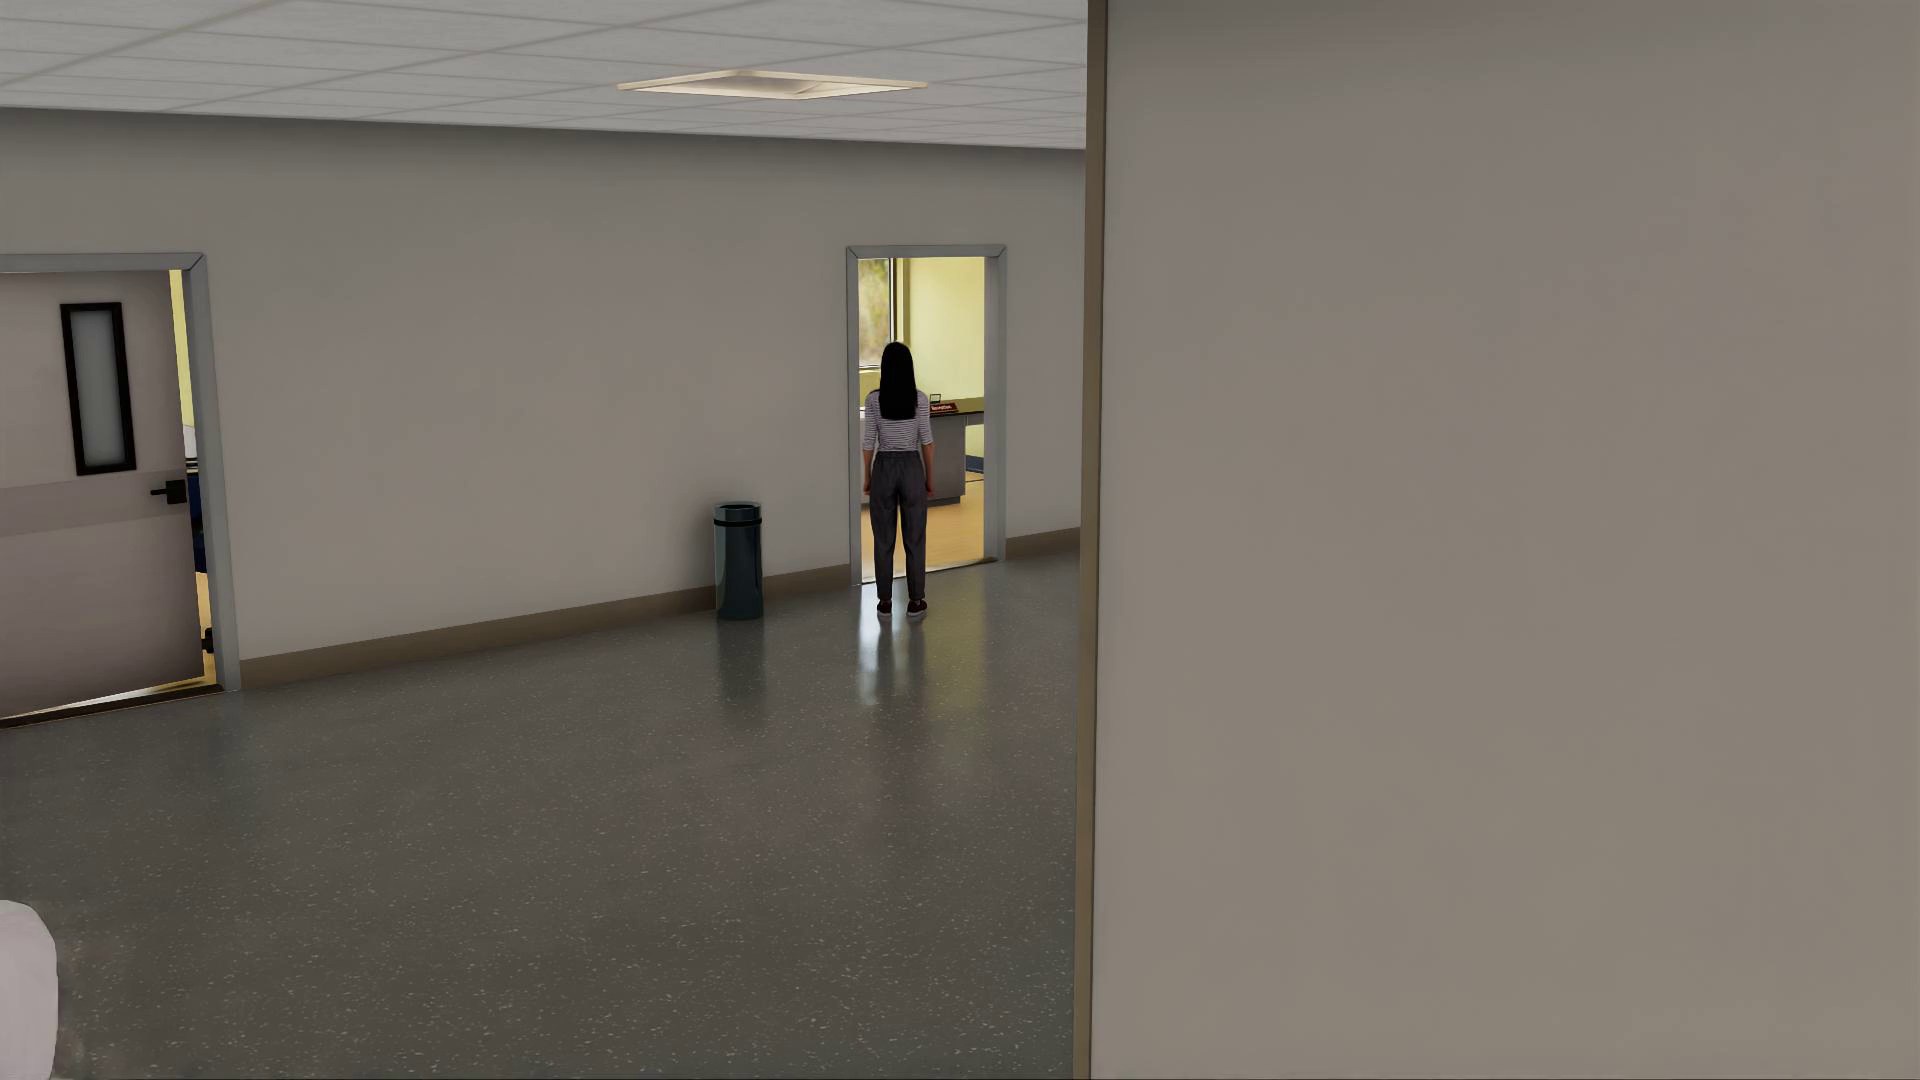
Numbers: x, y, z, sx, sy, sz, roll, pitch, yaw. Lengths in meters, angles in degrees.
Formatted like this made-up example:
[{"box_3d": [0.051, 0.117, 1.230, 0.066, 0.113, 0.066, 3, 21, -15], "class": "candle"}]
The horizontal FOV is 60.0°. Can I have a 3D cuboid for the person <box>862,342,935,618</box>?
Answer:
[{"box_3d": [-0.392, -0.382, 10.472, 0.665, 1.734, 0.741, 0, 11, 1], "class": "person"}]
